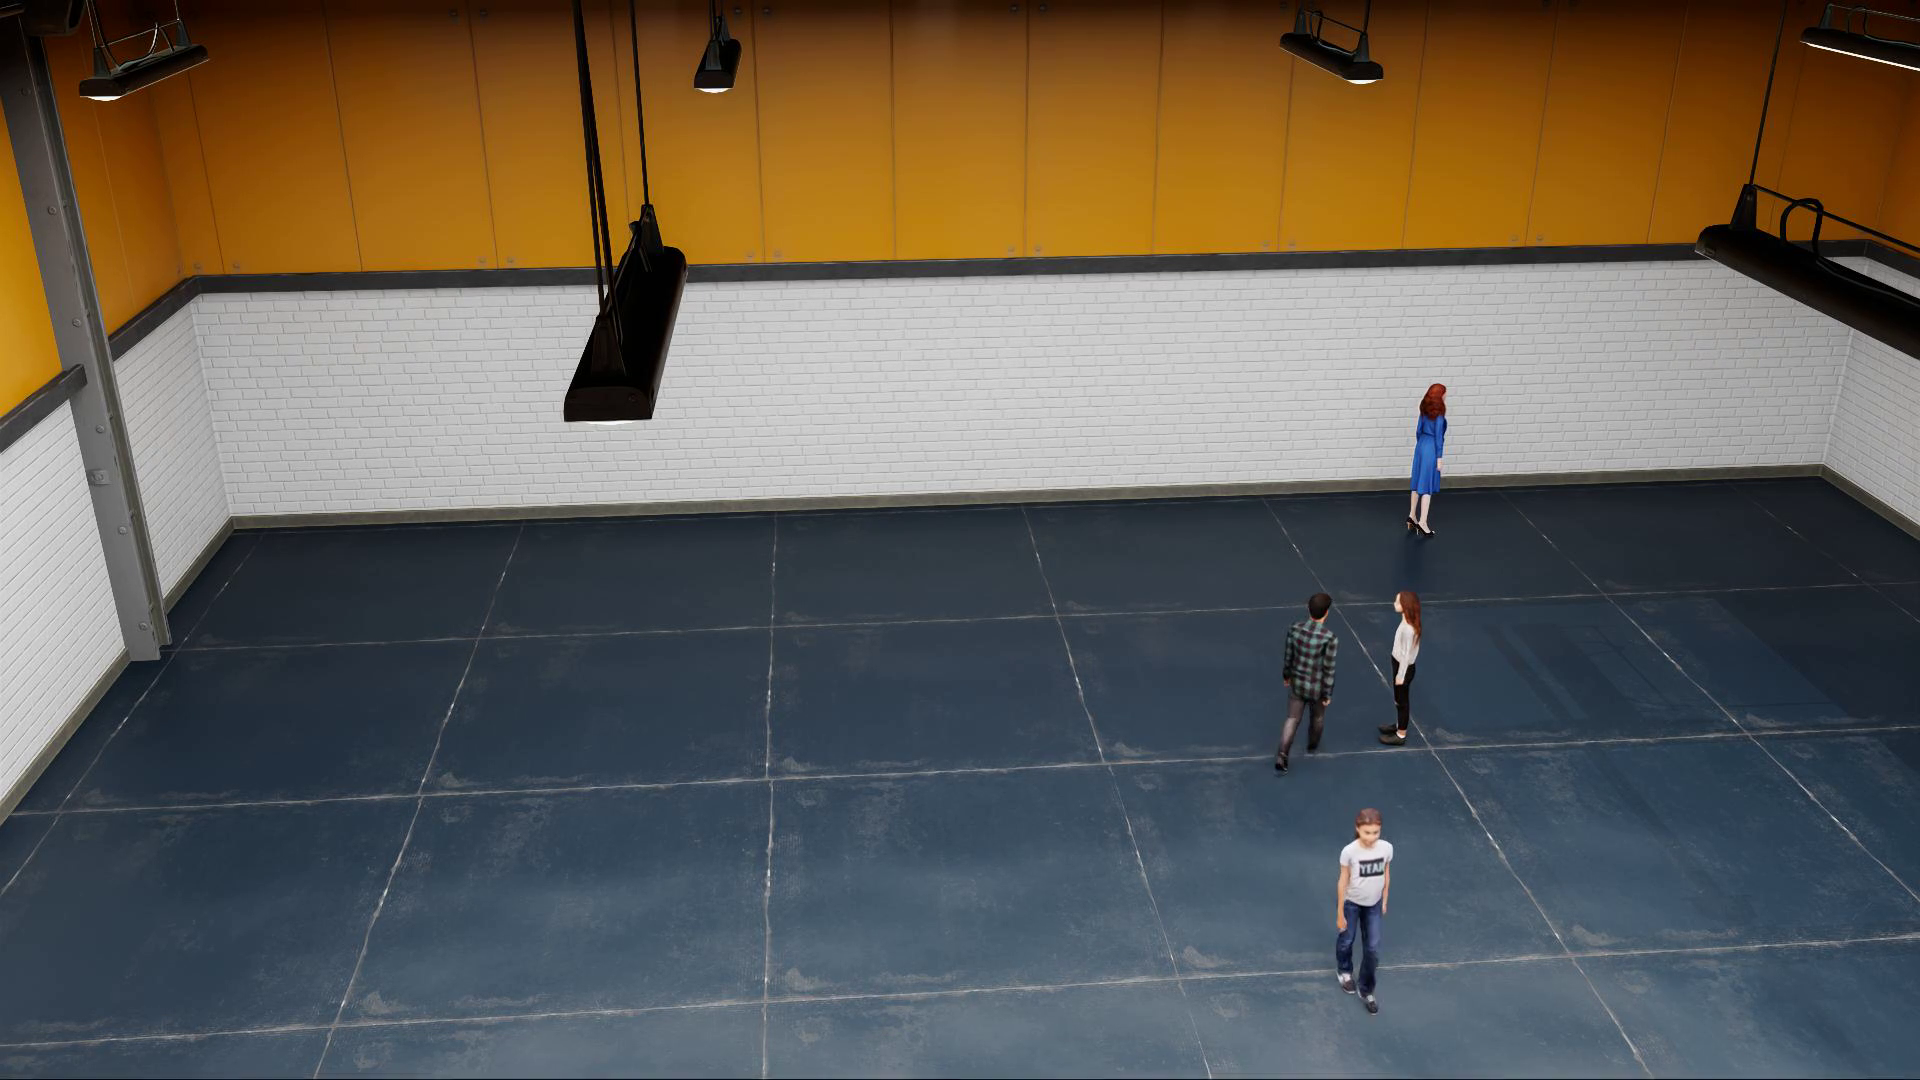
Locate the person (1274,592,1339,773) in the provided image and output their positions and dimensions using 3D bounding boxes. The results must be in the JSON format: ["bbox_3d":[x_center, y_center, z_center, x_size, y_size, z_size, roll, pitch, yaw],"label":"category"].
[{"bbox_3d":[3.023,1.286,14.657,1.039,1.687,1.163,12,27,26],"label":"person"}]

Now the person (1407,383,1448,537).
[{"bbox_3d":[5.425,-0.944,19.290,0.724,1.827,0.569,-7,24,-15],"label":"person"}]

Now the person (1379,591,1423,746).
[{"bbox_3d":[3.999,1.140,14.950,0.653,1.485,0.505,5,24,11],"label":"person"}]

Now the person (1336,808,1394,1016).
[{"bbox_3d":[2.803,2.510,11.745,0.555,1.541,0.735,-2,24,-4],"label":"person"}]
